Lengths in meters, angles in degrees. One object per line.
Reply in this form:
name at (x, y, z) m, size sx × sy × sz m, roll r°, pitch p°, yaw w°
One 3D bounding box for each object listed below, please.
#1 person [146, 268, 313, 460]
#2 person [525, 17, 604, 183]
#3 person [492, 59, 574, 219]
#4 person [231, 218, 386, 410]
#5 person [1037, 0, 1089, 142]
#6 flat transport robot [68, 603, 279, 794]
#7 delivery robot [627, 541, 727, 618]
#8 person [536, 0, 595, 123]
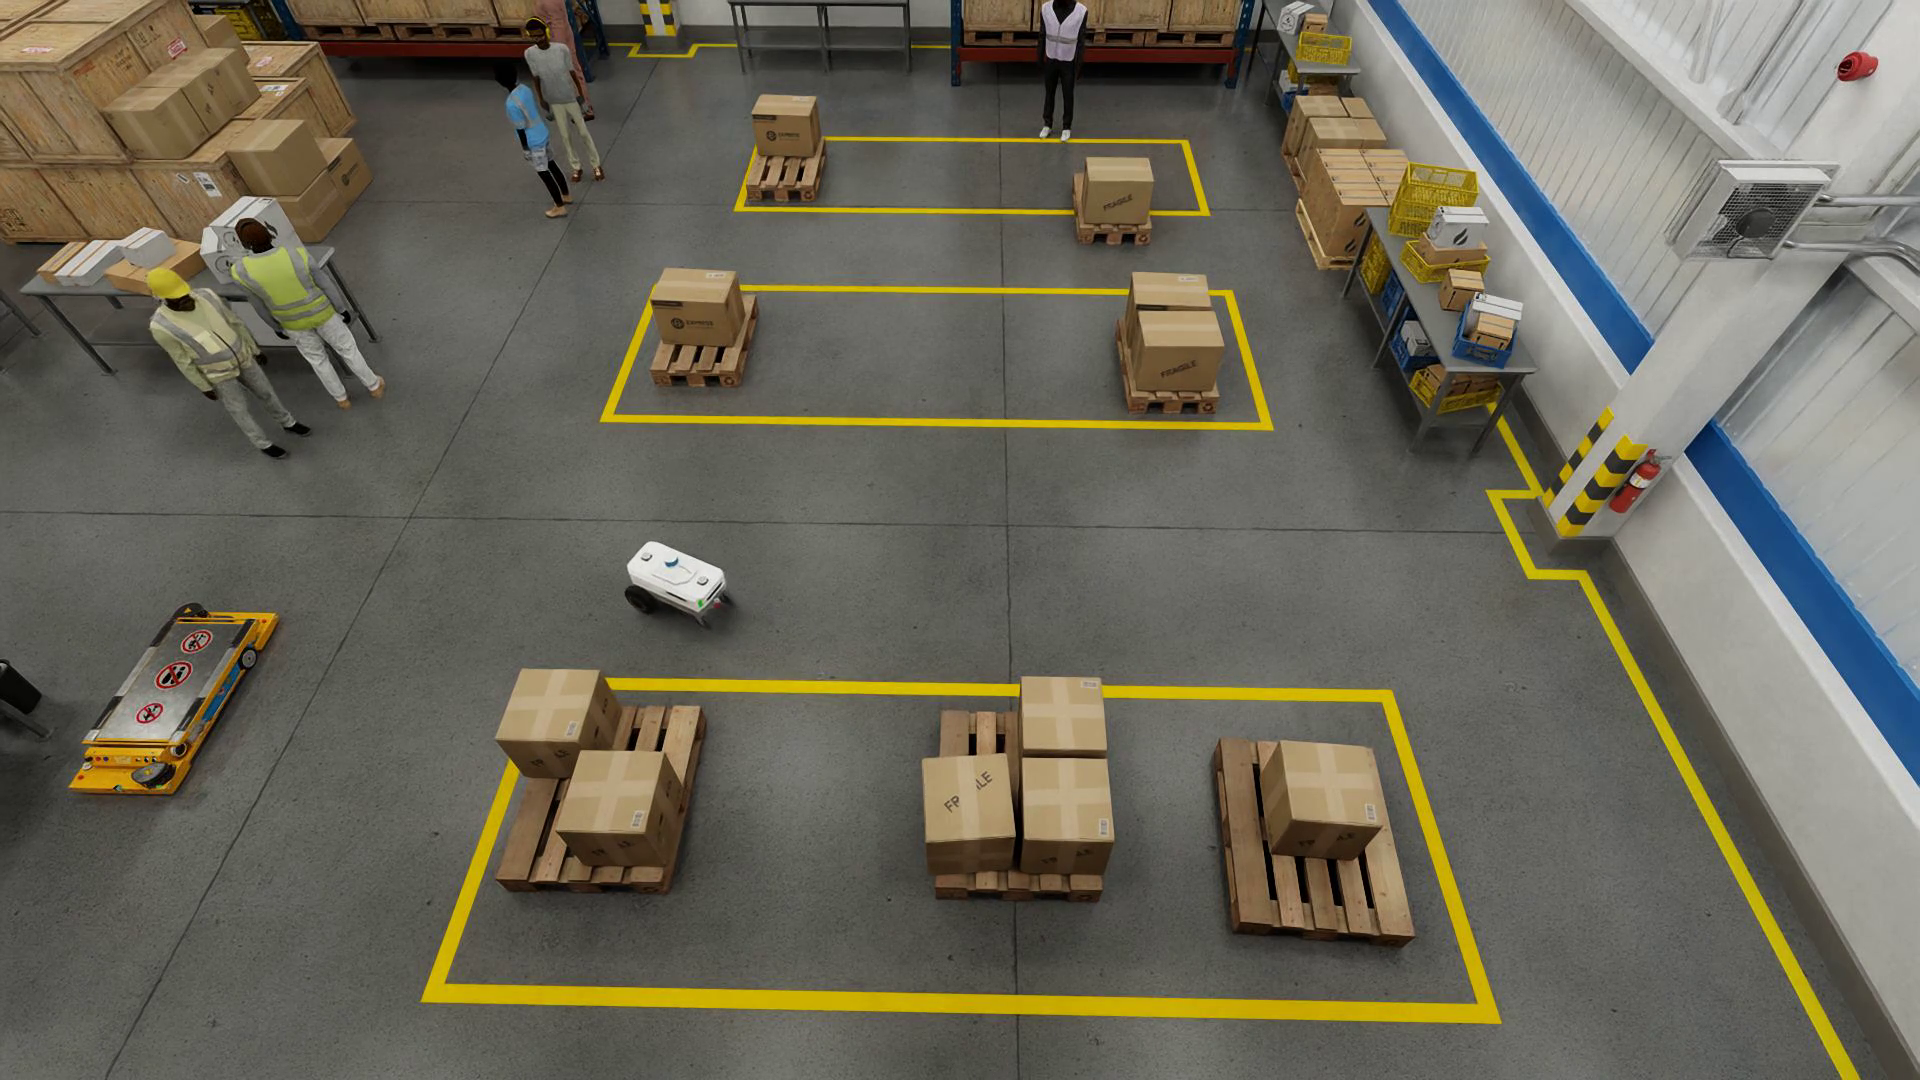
person at (-6.057, -1.455, 7.572) m, size 0.405 × 1.823 × 0.606 m, roll 15°, pitch 51°, yaw 12°
person at (-4.584, -5.059, 10.602) m, size 0.516 × 1.860 × 0.339 m, roll -10°, pitch 50°, yaw -8°
person at (-4.738, -4.442, 10.187) m, size 0.323 × 1.689 × 0.538 m, roll -1°, pitch 50°, yaw -1°
person at (-5.672, -1.950, 7.976) m, size 0.631 × 1.845 × 0.429 m, roll -24°, pitch 54°, yaw -19°
person at (1.240, -5.929, 11.304) m, size 0.592 × 1.912 × 0.388 m, roll 16°, pitch 52°, yaw 13°
flat transport robot at (-5.504, 1.072, 6.442) m, size 0.652 × 0.197 × 1.431 m, roll 1°, pitch 50°, yaw 1°
delivery robot at (-2.114, 0.281, 6.868) m, size 0.707 × 0.478 × 0.477 m, roll 21°, pitch 53°, yaw 17°
person at (-5.088, -6.339, 11.647) m, size 0.410 × 1.912 × 0.641 m, roll -13°, pitch 51°, yaw -11°
